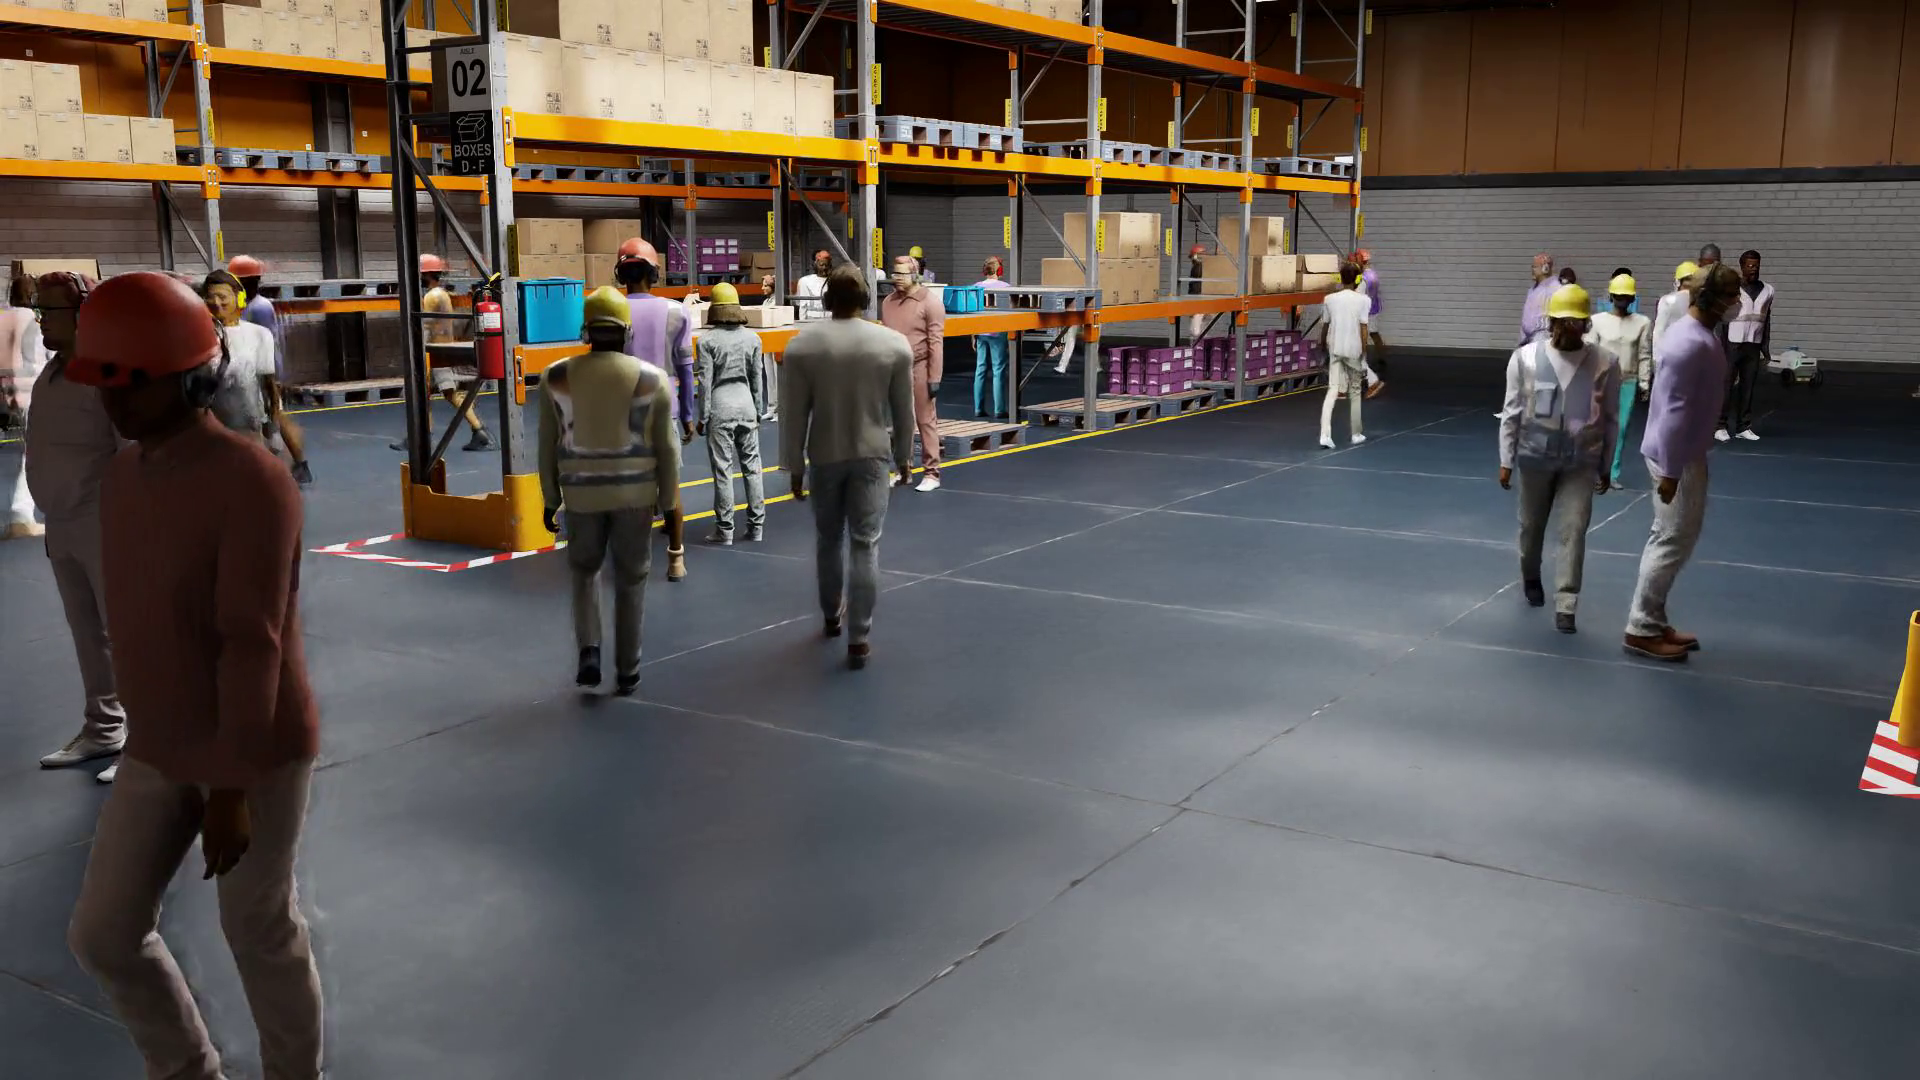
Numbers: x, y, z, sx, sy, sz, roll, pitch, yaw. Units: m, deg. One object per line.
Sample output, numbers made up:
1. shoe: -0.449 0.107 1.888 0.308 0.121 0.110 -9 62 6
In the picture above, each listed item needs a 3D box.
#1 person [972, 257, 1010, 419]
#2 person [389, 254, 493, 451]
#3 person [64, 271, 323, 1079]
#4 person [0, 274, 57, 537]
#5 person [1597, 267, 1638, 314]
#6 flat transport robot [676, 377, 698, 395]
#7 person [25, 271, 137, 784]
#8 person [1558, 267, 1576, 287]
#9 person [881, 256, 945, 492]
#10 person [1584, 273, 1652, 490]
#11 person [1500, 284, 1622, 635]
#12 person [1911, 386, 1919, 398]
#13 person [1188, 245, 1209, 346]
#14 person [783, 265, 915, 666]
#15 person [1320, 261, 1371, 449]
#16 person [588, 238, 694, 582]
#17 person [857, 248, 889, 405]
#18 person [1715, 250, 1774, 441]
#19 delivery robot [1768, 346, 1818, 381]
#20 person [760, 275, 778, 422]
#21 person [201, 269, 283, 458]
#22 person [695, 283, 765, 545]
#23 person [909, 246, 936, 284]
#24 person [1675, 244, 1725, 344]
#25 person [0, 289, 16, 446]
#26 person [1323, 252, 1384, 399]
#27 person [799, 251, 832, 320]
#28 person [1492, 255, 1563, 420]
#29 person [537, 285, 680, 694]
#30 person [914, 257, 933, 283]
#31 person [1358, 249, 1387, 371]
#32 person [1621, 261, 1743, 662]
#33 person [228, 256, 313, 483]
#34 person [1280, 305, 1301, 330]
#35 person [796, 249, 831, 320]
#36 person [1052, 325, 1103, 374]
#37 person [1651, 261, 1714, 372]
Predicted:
1. person: 0.351 -2.293 18.916 0.564 1.837 0.389 7 12 33
2. person: -4.979 -1.783 15.922 0.974 1.900 0.544 -2 10 -9
3. person: -1.586 0.446 3.391 0.607 1.961 0.577 5 12 27
4. person: -6.368 -0.949 11.595 0.639 1.790 0.936 5 11 25
5. person: 7.850 -2.397 19.864 0.320 1.697 0.532 -8 13 -37
6. flat transport robot: -3.753 -1.965 21.423 1.431 0.197 0.652 -7 12 -32
7. person: -3.275 -0.048 6.267 0.646 1.908 0.408 7 12 33
8. person: 9.038 -3.276 24.956 0.668 1.605 0.513 -9 14 -41
9. person: -0.419 -1.342 13.478 0.649 1.900 0.395 9 13 39
10. person: 5.332 -1.286 13.540 0.533 1.751 0.406 1 10 3
11. person: 3.184 -0.458 8.859 0.598 1.807 0.837 4 11 19
12. person: 12.702 -2.685 21.303 0.897 1.778 0.655 -6 12 -32
13. person: 3.863 -3.662 26.186 0.748 1.946 0.666 6 12 28
14. person: -0.537 -0.391 8.189 0.632 1.890 0.999 0 10 1
15. person: 3.752 -1.808 16.270 0.538 1.827 0.967 6 12 32
16. person: -1.877 -0.751 9.815 0.611 2.031 0.405 -3 11 -18
17. person: -1.084 -2.663 20.379 0.611 2.042 0.394 9 14 42
18. person: 7.923 -1.965 16.857 0.596 1.918 0.386 -1 10 -8
19. delivery robot: 11.503 -2.432 22.966 0.477 0.478 0.707 -1 10 -5
20. person: -2.075 -2.135 18.575 0.307 1.639 0.525 -6 12 -31
21. person: -4.205 -0.617 9.574 0.555 1.846 0.767 -2 10 -9
22. person: -1.544 -0.839 11.106 0.489 1.741 0.322 -7 13 -35
23. person: -0.649 -3.390 24.719 0.588 1.930 0.363 0 10 1
24. person: 8.608 -2.460 19.263 0.678 2.000 1.031 1 10 6
25. person: -9.000 -1.643 15.890 0.547 1.620 0.527 -9 14 -41
26. person: 5.010 -2.699 21.058 0.694 1.872 0.586 2 10 10
27. person: -1.718 -2.652 20.760 0.573 1.883 0.354 -3 11 -15
28. person: 6.470 -2.269 18.713 0.908 1.860 0.668 -1 10 -3
29. person: -1.545 -0.206 7.371 0.616 1.822 0.421 -1 10 -4
30. person: -0.575 -2.944 22.658 0.650 1.782 0.983 5 12 28
31. person: 6.219 -3.540 25.716 0.908 1.869 0.548 1 10 6
32. person: 3.508 -0.378 8.056 0.391 1.925 0.642 5 12 28
33. person: -5.808 -1.353 13.556 0.979 1.885 0.574 -6 12 -30
34. person: 5.102 -3.402 25.446 0.468 1.680 0.545 0 10 -3
35. person: -1.884 -2.874 21.929 0.615 1.917 0.911 -4 11 -20
36. person: 1.779 -3.255 24.897 0.878 1.591 0.543 -5 12 -28
37. person: 7.111 -1.823 16.357 0.598 1.812 0.519 -1 10 -5
